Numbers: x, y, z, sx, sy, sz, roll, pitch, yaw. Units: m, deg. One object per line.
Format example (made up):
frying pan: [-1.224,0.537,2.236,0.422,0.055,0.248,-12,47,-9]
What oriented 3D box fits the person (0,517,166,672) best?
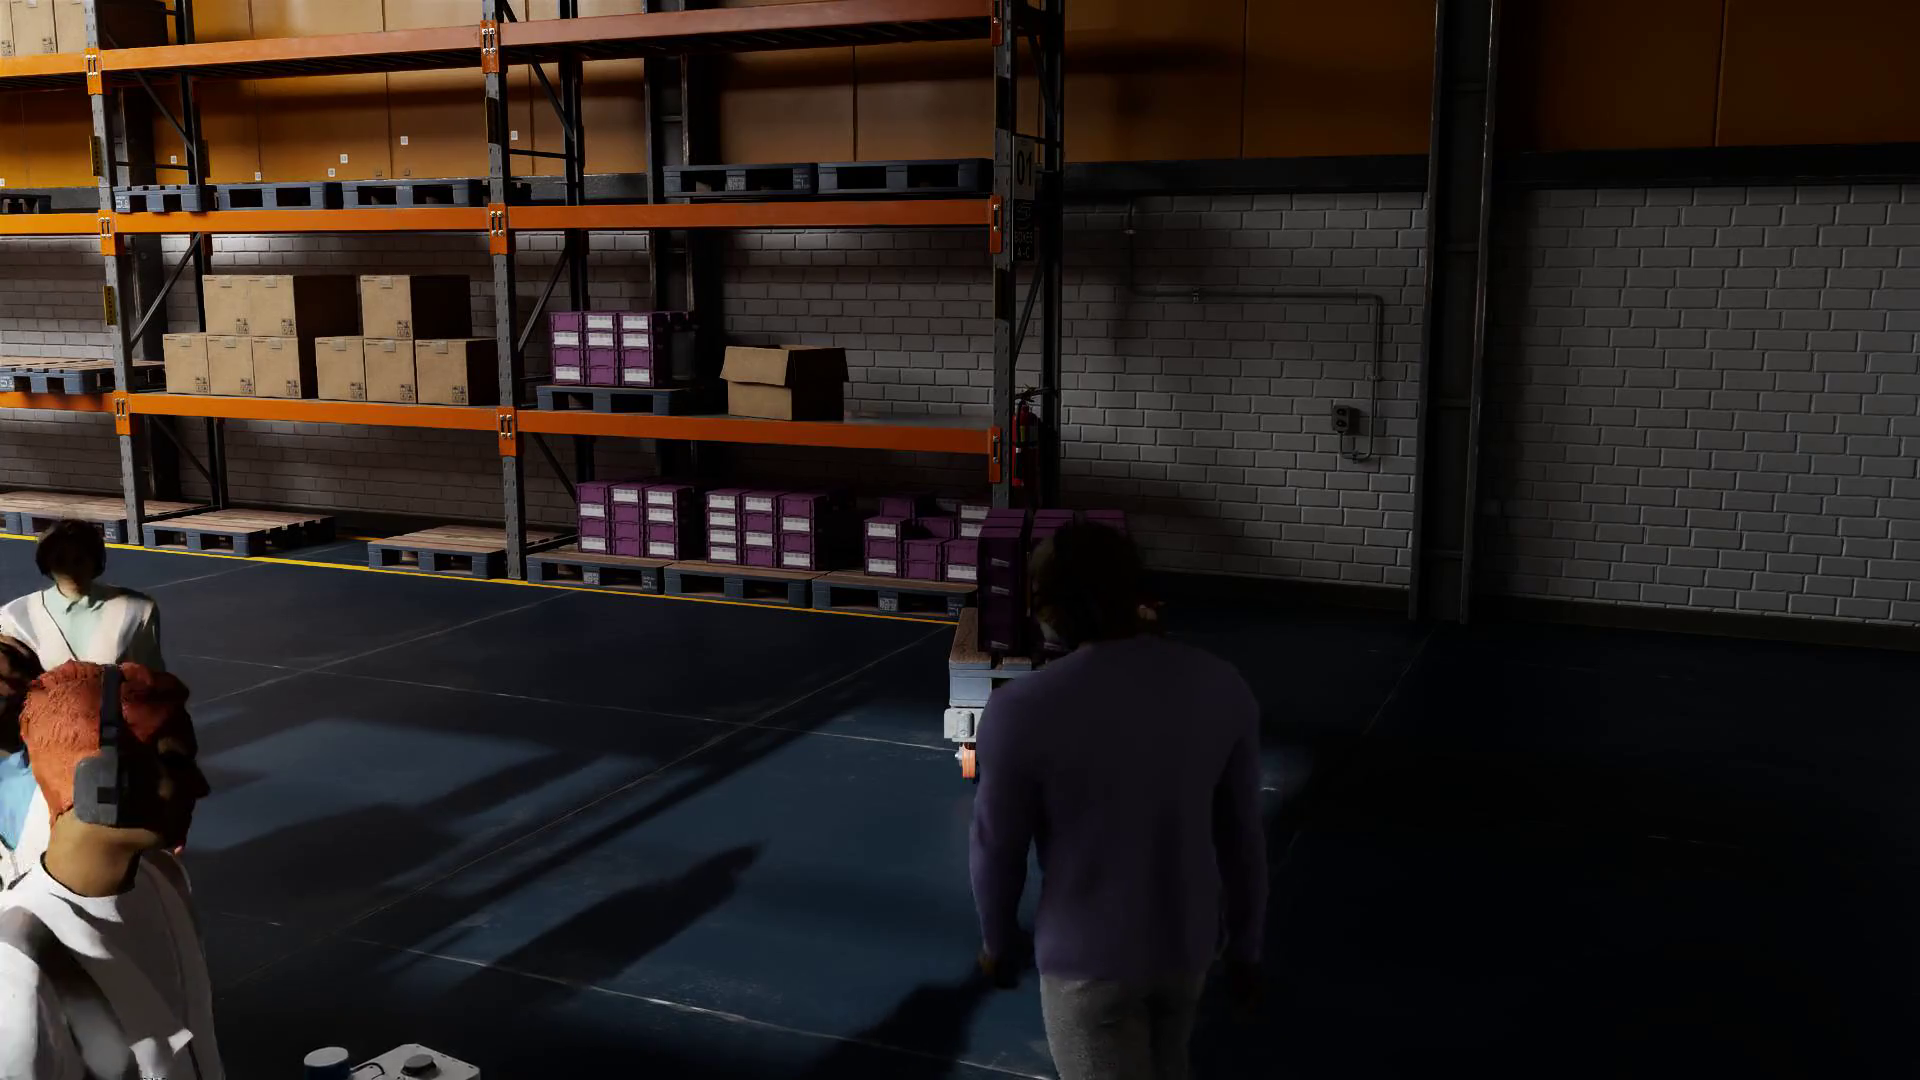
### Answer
person: [-2.993,0.687,5.706,0.528,1.593,0.872,-4,10,-25]

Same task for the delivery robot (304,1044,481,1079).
delivery robot: [-1.489,1.450,3.950,0.477,0.478,0.707,6,11,33]

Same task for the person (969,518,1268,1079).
person: [0.300,0.881,3.675,0.652,1.885,0.876,-4,10,-23]

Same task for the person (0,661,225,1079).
person: [-1.205,1.096,2.443,0.416,1.858,0.603,0,9,-3]

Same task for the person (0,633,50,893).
person: [-2.134,0.987,3.879,0.515,1.594,0.590,-2,10,-11]
